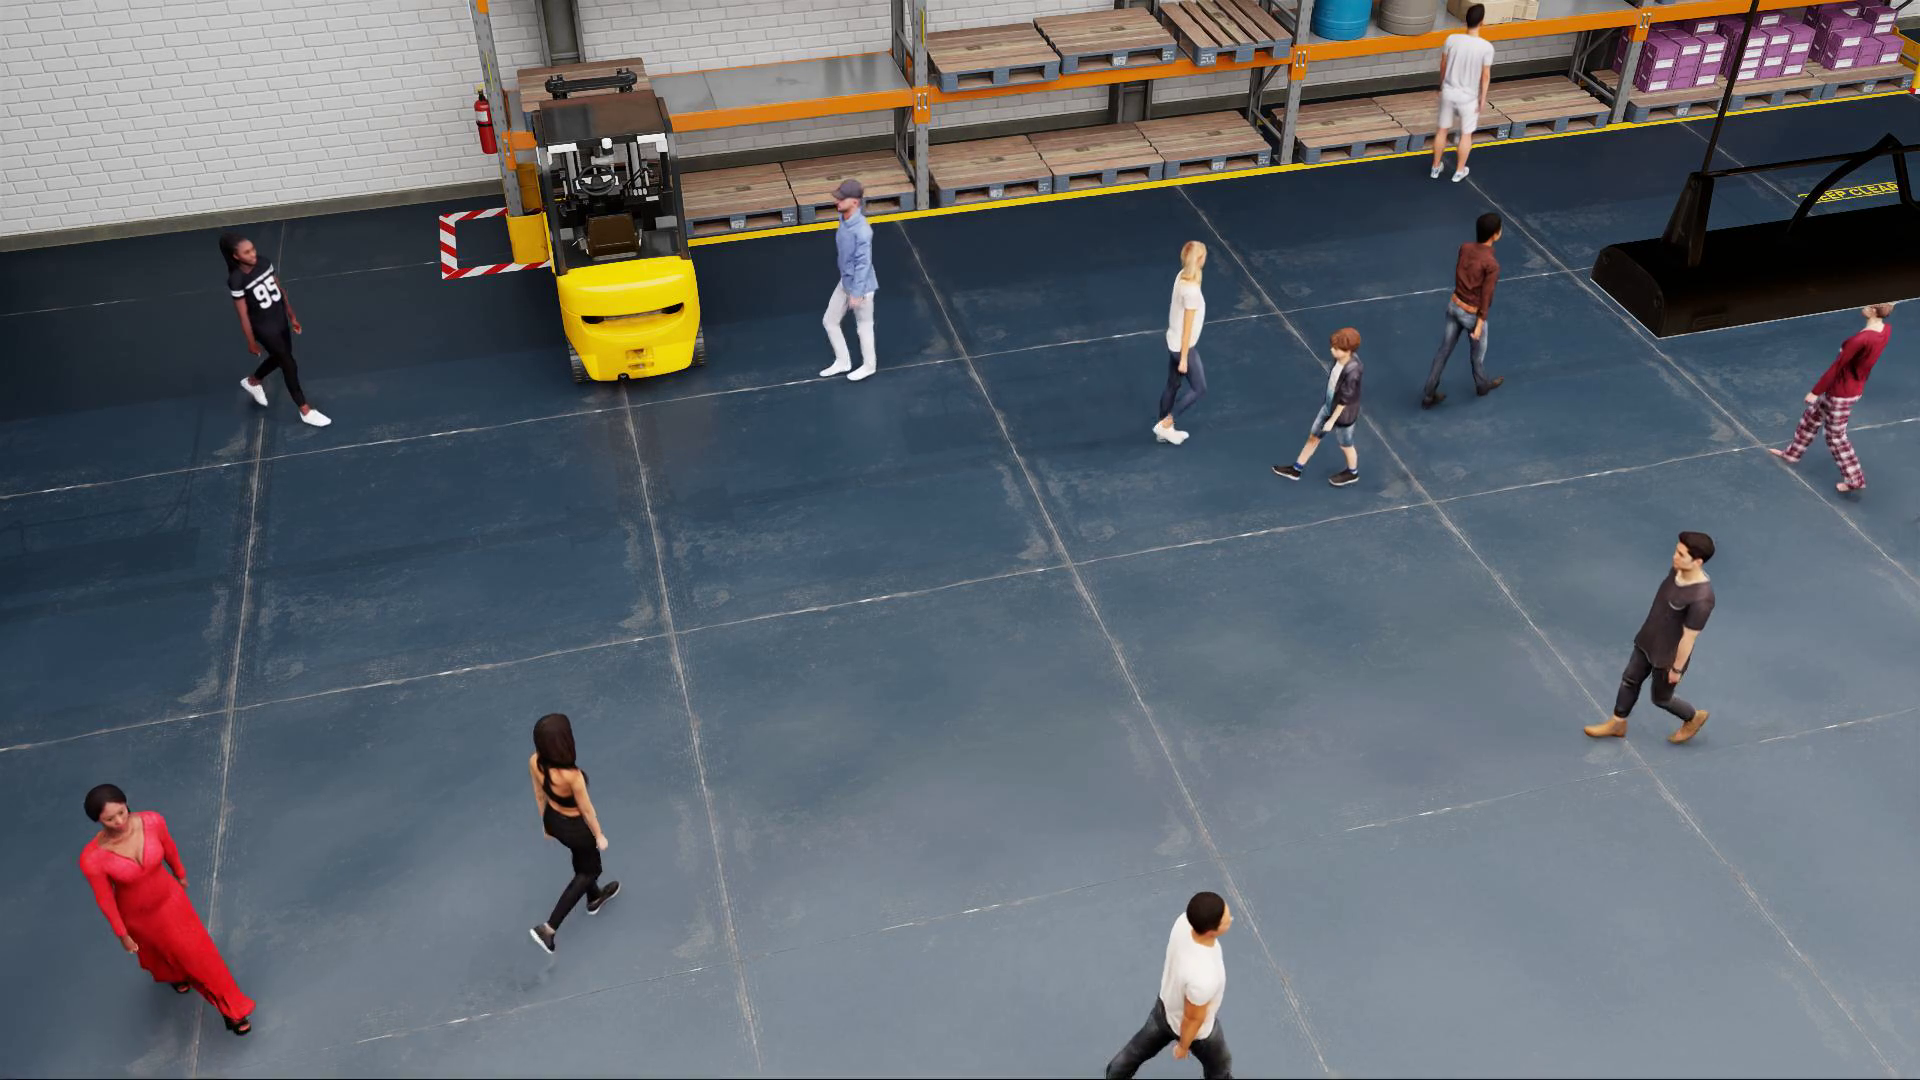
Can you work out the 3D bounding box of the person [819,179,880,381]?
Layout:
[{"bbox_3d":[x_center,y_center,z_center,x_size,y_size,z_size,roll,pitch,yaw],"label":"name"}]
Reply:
[{"bbox_3d":[-0.809,-2.188,13.998,0.806,1.874,0.769,-19,42,-22],"label":"person"}]

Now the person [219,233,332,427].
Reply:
[{"bbox_3d":[-5.693,-1.732,13.564,1.174,1.702,0.961,9,40,12],"label":"person"}]

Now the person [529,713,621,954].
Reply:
[{"bbox_3d":[-2.245,1.670,9.364,0.900,1.627,0.995,23,44,26],"label":"person"}]

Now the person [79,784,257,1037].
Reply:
[{"bbox_3d":[-4.399,1.931,8.960,1.087,1.735,1.168,30,47,32],"label":"person"}]

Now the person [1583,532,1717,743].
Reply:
[{"bbox_3d":[4.561,0.667,10.568,1.042,1.694,0.745,-2,39,-3],"label":"person"}]

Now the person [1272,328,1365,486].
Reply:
[{"bbox_3d":[3.004,-1.003,12.880,0.924,1.417,0.581,-7,39,-8],"label":"person"}]

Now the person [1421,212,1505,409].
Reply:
[{"bbox_3d":[4.086,-1.832,13.653,1.066,1.748,0.808,-17,42,-20],"label":"person"}]

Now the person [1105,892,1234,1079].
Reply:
[{"bbox_3d":[1.043,2.383,8.380,1.180,1.753,0.680,-7,39,-9],"label":"person"}]

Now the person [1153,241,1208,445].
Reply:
[{"bbox_3d":[1.678,-1.533,13.241,0.677,1.795,0.685,-3,39,-4],"label":"person"}]

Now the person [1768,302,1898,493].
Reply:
[{"bbox_3d":[6.881,-1.112,12.820,1.072,1.662,0.992,-29,47,-31],"label":"person"}]

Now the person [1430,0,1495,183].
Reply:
[{"bbox_3d":[5.079,-4.552,16.976,0.796,1.852,0.848,21,43,25],"label":"person"}]
